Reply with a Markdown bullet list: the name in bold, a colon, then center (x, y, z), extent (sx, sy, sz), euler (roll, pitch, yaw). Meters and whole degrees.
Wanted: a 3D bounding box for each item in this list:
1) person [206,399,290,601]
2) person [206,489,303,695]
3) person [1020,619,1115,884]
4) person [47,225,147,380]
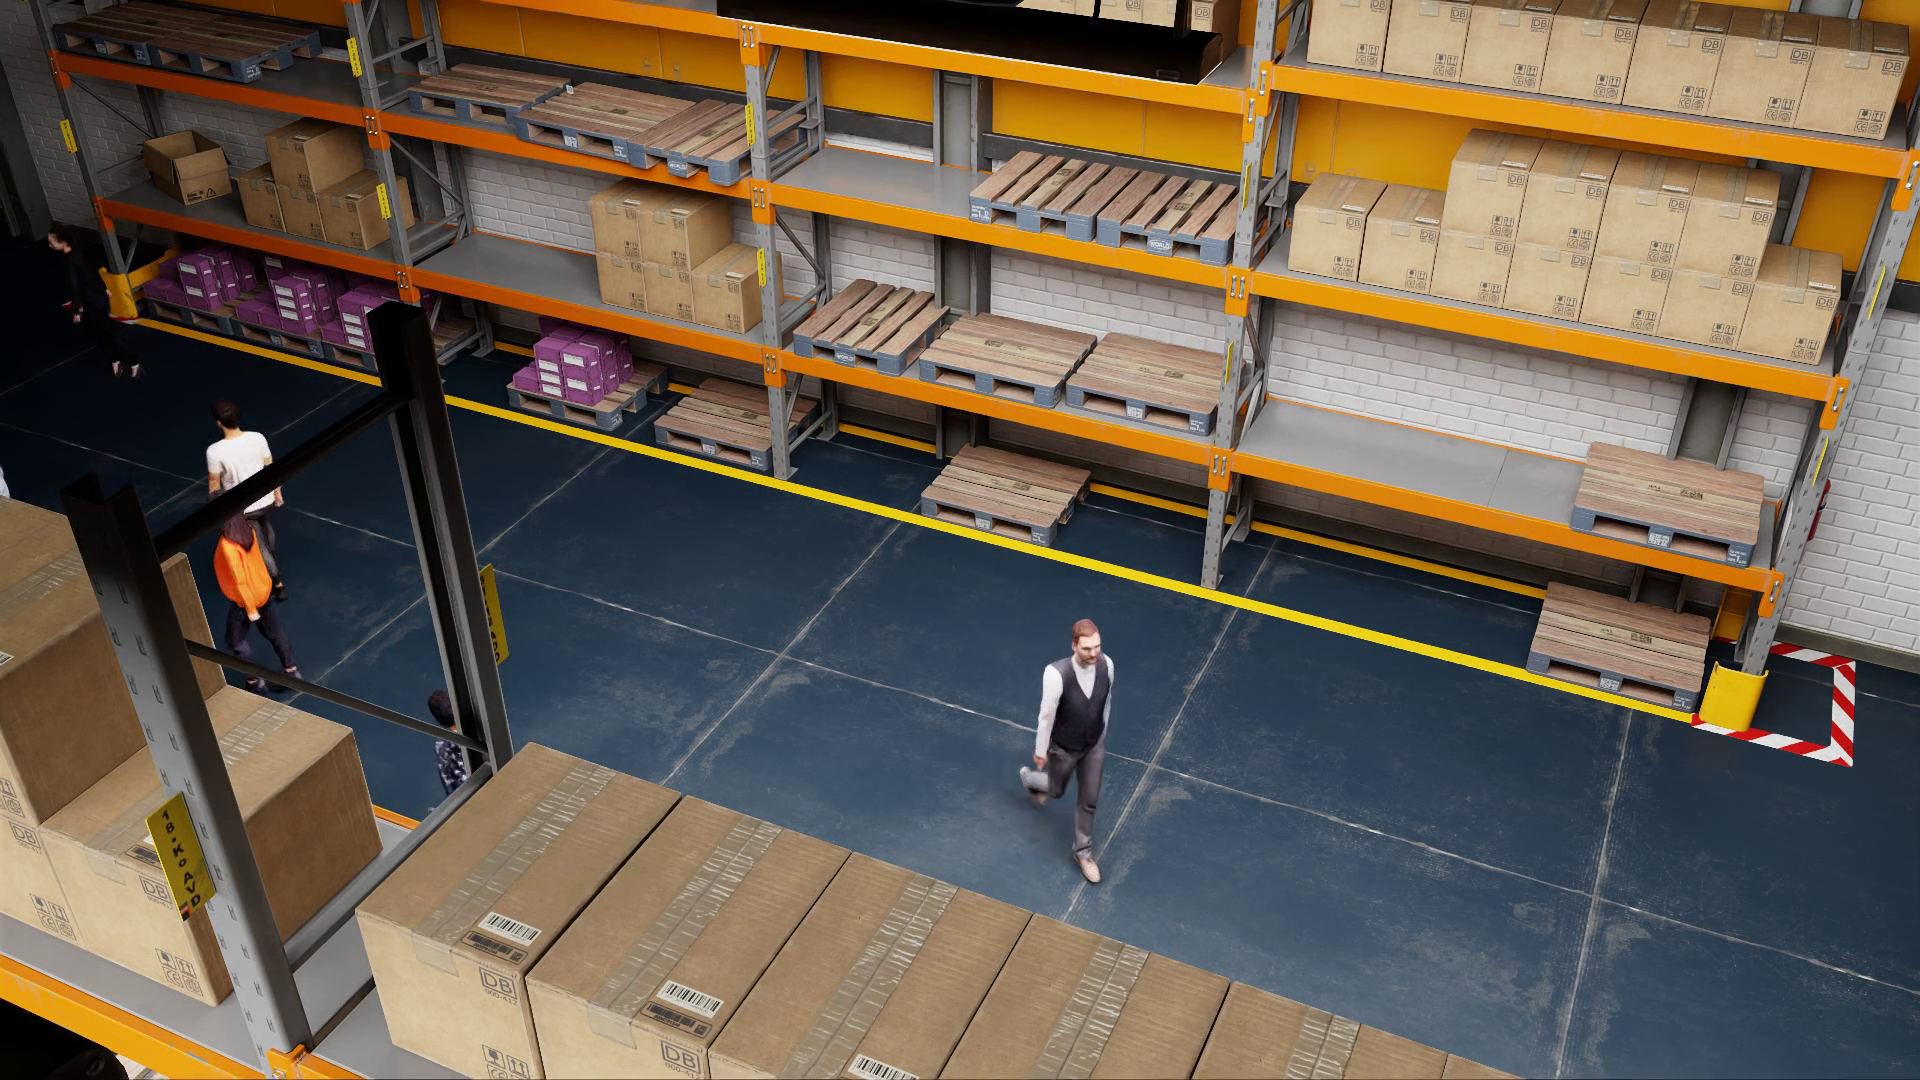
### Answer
- **person**: center (-5.500, -0.284, 12.976), extent (0.890, 1.699, 0.749), euler (23, 40, 30)
- **person**: center (-4.987, 0.399, 11.918), extent (0.856, 1.733, 0.794), euler (-5, 34, -7)
- **person**: center (0.678, 1.220, 10.528), extent (1.095, 1.904, 1.205), euler (-16, 37, -22)
- **person**: center (-8.240, -2.258, 15.974), extent (0.842, 1.668, 0.781), euler (-4, 34, -7)
